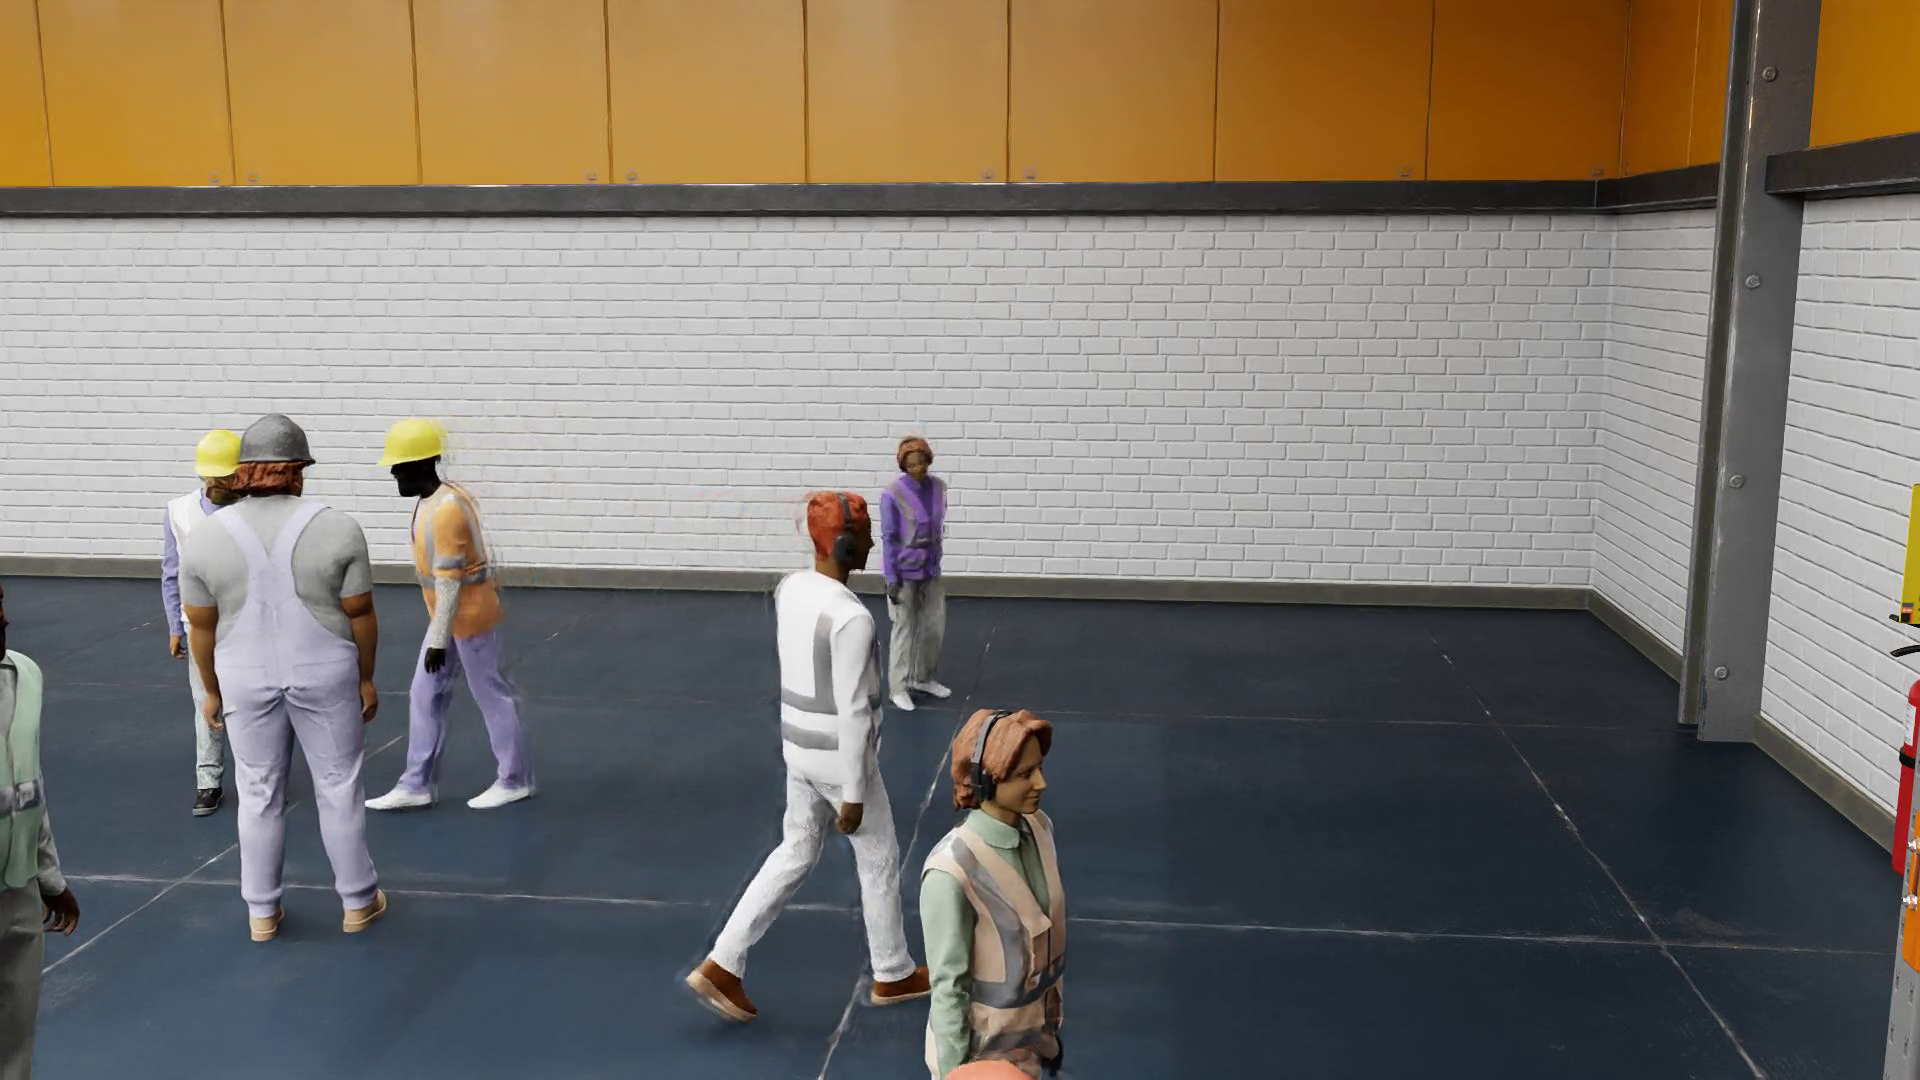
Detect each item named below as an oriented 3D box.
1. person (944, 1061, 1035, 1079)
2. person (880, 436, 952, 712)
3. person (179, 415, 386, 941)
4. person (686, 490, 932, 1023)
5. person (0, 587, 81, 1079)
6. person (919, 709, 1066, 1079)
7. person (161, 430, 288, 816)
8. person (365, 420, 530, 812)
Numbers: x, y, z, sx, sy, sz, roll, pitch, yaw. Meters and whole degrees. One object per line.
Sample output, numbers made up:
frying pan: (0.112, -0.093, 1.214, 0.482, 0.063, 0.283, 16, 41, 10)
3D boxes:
person: (0.091, 1.451, 1.607, 0.767, 1.882, 0.553, -5, 11, -26)
person: (-0.269, 0.195, 9.511, 0.411, 1.610, 0.540, 10, 14, 44)
person: (-2.582, 0.521, 6.431, 0.673, 2.000, 0.536, -2, 10, -11)
person: (-0.484, 0.748, 5.657, 0.893, 1.861, 0.574, -7, 12, -35)
person: (-2.574, 0.946, 4.343, 0.390, 1.920, 0.587, 1, 10, 8)
person: (0.080, 1.181, 3.797, 0.309, 1.641, 0.513, 5, 11, 27)
person: (-3.430, 0.384, 7.842, 0.588, 1.822, 0.403, -3, 10, -18)
person: (-2.421, 0.377, 7.717, 0.848, 1.874, 0.586, -6, 12, -33)
